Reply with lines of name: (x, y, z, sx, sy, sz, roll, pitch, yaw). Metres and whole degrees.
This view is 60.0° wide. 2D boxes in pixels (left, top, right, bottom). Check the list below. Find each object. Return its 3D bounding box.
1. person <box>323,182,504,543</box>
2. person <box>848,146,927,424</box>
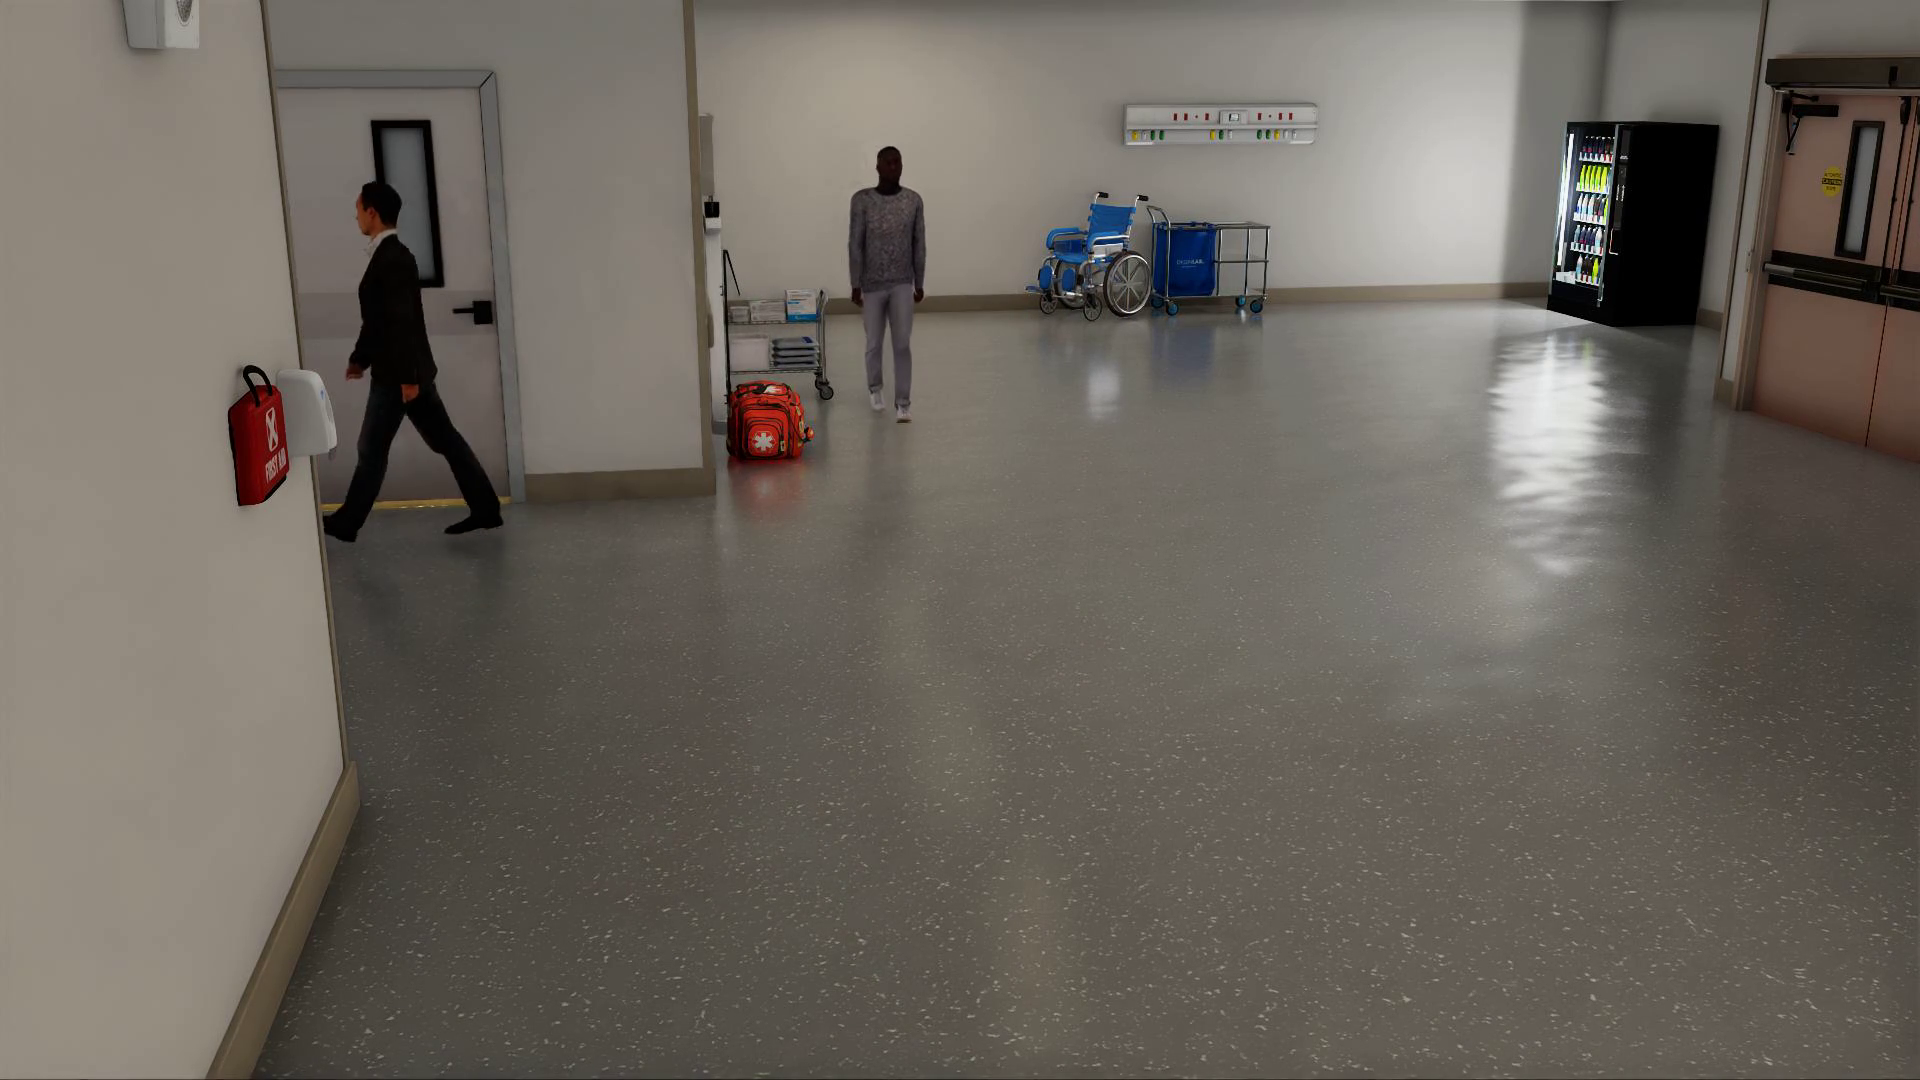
person: (-2.634, -0.823, 8.177, 0.796, 1.745, 1.134, -4, 16, -14)
person: (-0.513, -1.700, 11.193, 0.692, 1.797, 1.154, -3, 16, -9)
